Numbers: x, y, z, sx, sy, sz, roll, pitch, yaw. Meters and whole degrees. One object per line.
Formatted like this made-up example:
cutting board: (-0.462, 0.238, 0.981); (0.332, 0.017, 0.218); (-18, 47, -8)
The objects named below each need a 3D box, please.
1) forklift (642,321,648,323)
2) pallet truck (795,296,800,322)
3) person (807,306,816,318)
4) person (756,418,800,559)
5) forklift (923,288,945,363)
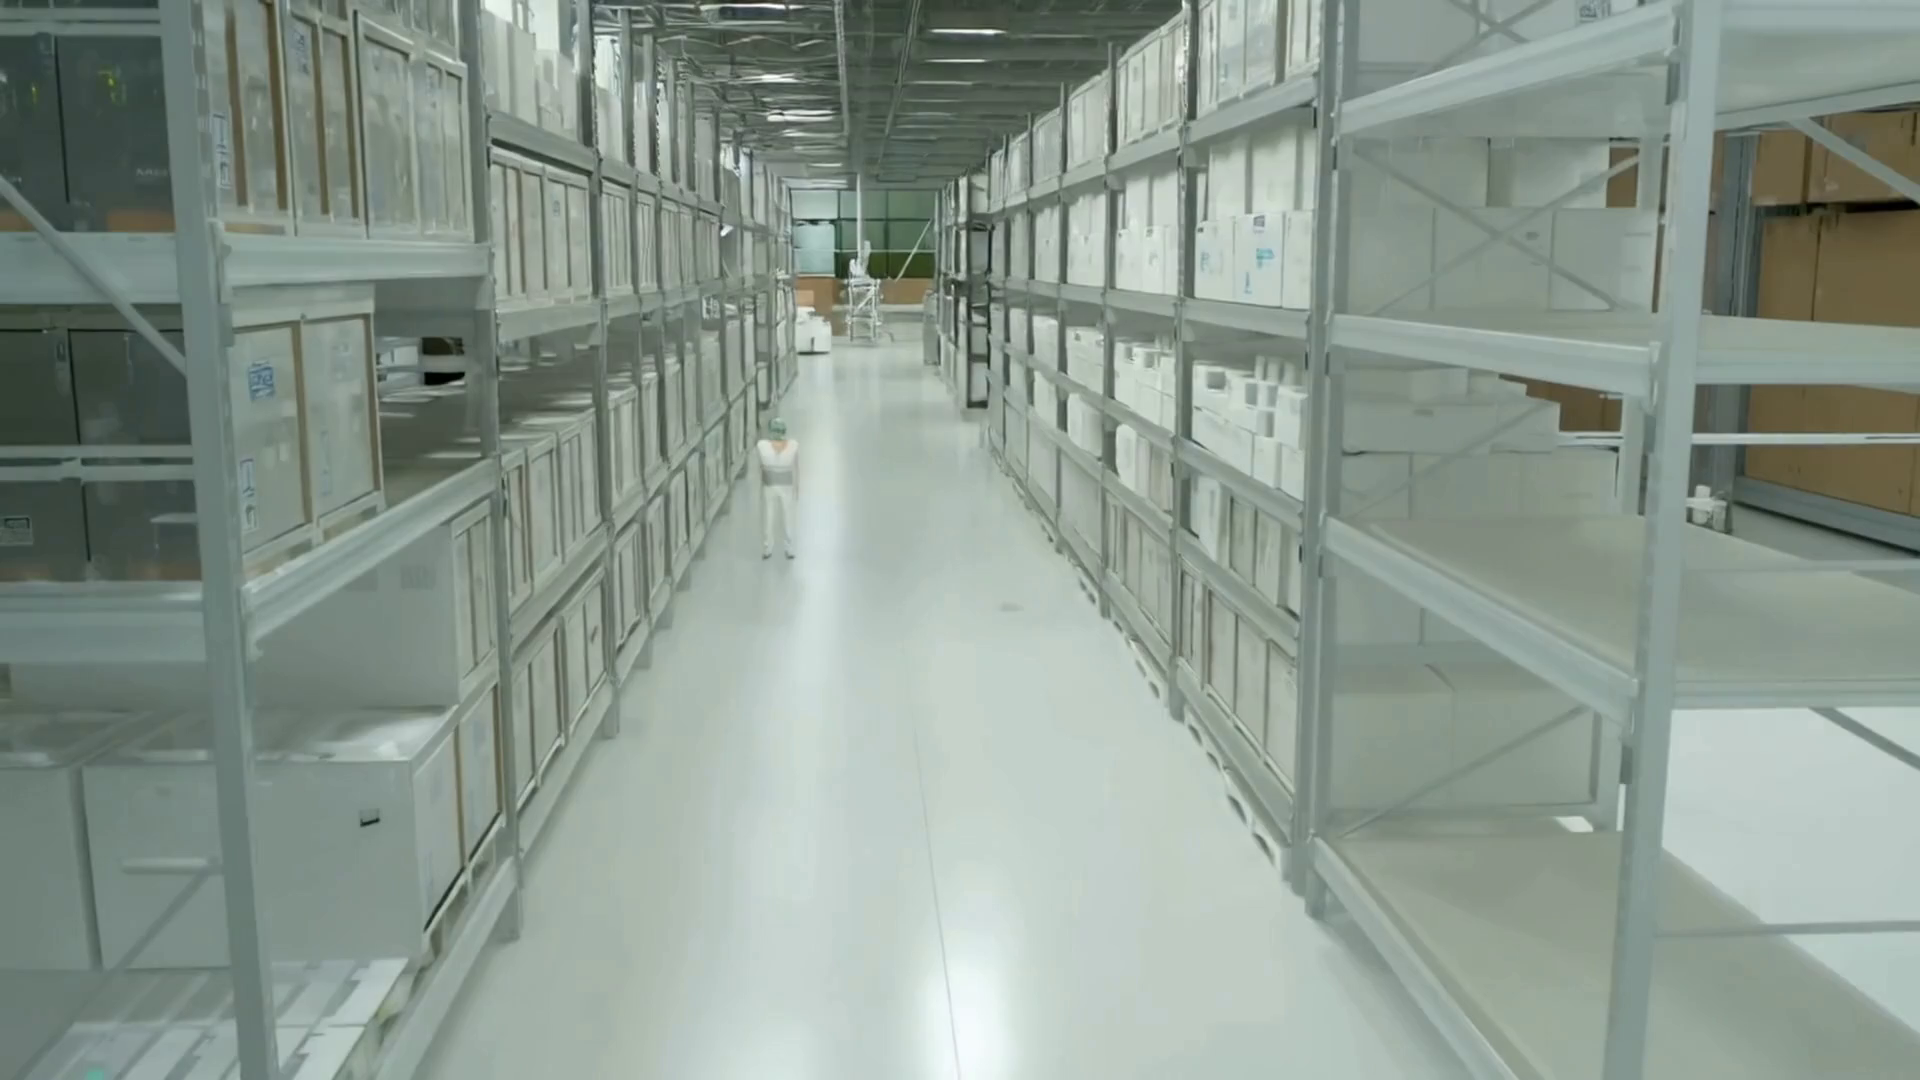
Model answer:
forklift: (-9.622, -5.795, 49.081); (1.129, 2.768, 1.873); (-1, 10, -4)
pallet truck: (-8.622, -12.439, 91.403); (1.885, 1.965, 0.823); (2, 10, 13)
person: (-6.468, -9.283, 72.778); (0.542, 1.928, 0.399); (9, 13, 42)
person: (-2.357, -0.671, 21.558); (0.573, 1.844, 0.376); (-1, 10, -6)
forklift: (-0.840, -8.204, 63.475); (1.129, 2.768, 1.873); (-1, 10, -3)
